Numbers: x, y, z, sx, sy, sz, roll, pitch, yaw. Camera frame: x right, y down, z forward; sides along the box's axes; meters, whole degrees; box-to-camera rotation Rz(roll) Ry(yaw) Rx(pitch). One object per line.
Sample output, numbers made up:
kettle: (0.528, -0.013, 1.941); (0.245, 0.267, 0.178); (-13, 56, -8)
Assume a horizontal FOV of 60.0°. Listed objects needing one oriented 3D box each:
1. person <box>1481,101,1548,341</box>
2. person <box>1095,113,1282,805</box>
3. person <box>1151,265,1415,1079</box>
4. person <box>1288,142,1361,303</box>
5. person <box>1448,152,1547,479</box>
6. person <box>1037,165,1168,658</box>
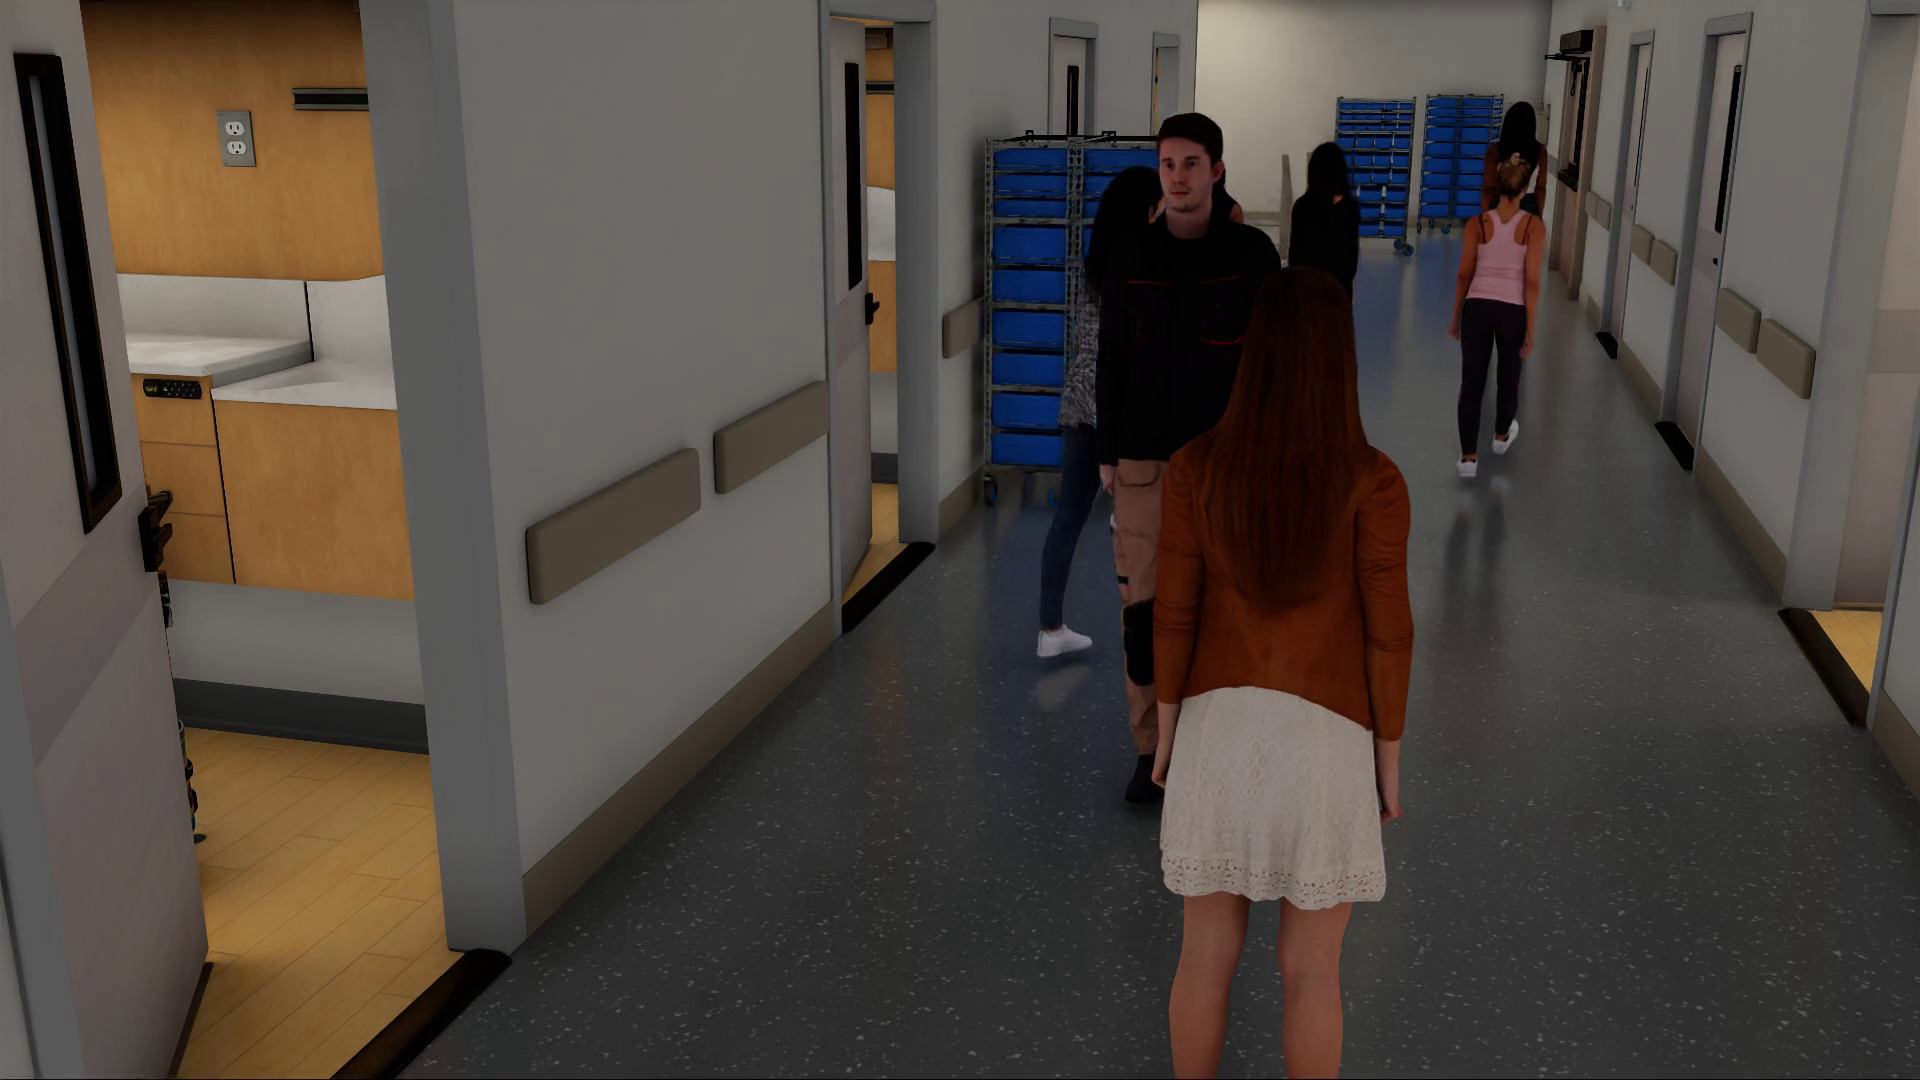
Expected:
person: (4.262, -2.454, 12.836); (0.618, 1.809, 0.577); (4, 16, 14)
person: (0.670, -0.228, 4.746); (0.682, 1.914, 0.911); (4, 16, 15)
person: (0.555, 0.378, 2.951); (0.624, 1.723, 0.583); (6, 17, 20)
person: (2.077, -1.417, 9.494); (0.713, 1.627, 0.929); (0, 16, 2)
person: (2.674, -1.077, 8.344); (0.723, 1.596, 1.110); (7, 17, 22)
person: (0.466, -0.362, 5.757); (1.185, 1.624, 1.049); (-13, 20, -38)
